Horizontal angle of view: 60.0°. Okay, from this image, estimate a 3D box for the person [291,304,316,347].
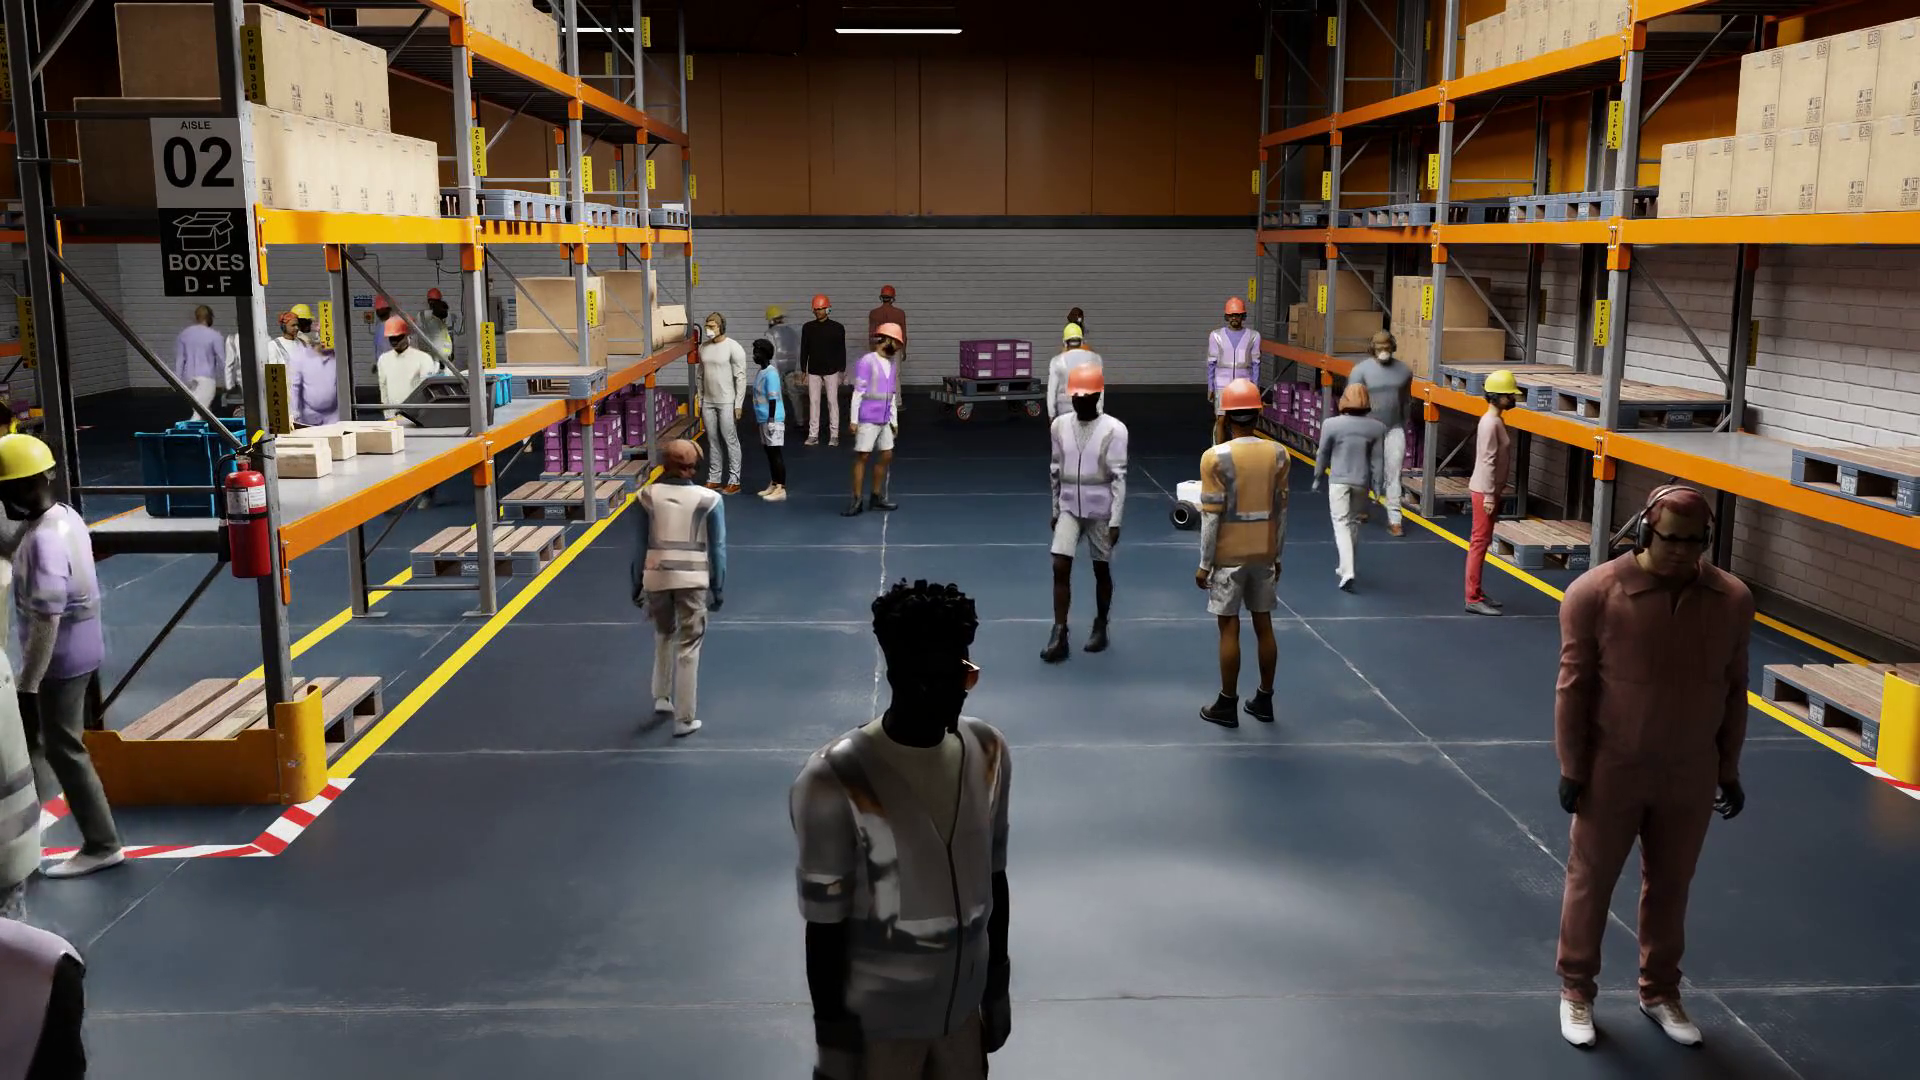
[{"bbox_3d":[-8.025,-1.919,20.353,0.376,1.925,0.594,-9,14,-41],"label":"person"}]

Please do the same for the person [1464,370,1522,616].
[{"bbox_3d":[3.855,-0.345,12.036,0.331,1.767,0.527,4,11,21],"label":"person"}]

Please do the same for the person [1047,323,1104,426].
[{"bbox_3d":[1.231,-1.414,17.834,0.625,1.818,0.416,-2,10,-9],"label":"person"}]

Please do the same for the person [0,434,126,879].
[{"bbox_3d":[-3.897,0.506,6.913,0.653,1.900,0.643,-5,11,-27],"label":"person"}]

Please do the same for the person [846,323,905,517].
[{"bbox_3d":[-0.855,-1.174,16.347,0.390,1.894,0.716,7,13,36],"label":"person"}]

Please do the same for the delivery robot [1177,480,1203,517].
[{"bbox_3d":[2.393,-0.412,15.522,0.707,0.478,0.477,7,12,34],"label":"delivery robot"}]

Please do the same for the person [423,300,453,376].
[{"bbox_3d":[-8.126,-2.826,25.848,1.003,1.780,0.635,-1,10,-4],"label":"person"}]

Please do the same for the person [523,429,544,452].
[{"bbox_3d":[-5.422,-2.038,21.282,0.626,1.836,0.429,-7,12,-33],"label":"person"}]

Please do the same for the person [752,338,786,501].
[{"bbox_3d":[-1.988,-1.247,17.289,0.323,1.691,0.536,-3,11,-18],"label":"person"}]

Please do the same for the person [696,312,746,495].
[{"bbox_3d":[-2.553,-1.447,17.691,0.636,1.938,0.355,7,12,34],"label":"person"}]

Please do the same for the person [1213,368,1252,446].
[{"bbox_3d":[3.443,-1.891,21.080,0.505,1.608,0.686,-2,10,-10],"label":"person"}]

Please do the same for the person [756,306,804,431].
[{"bbox_3d":[-2.521,-2.425,23.651,0.785,1.776,0.613,8,13,39],"label":"person"}]

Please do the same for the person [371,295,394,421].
[{"bbox_3d":[-8.284,-2.589,24.144,0.668,1.941,0.569,-9,14,-42],"label":"person"}]

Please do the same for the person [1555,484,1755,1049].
[{"bbox_3d":[2.305,0.756,5.535,0.643,1.901,0.400,0,10,1],"label":"person"}]

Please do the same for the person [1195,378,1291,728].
[{"bbox_3d":[1.550,0.075,9.229,0.547,1.934,0.375,-4,11,-20],"label":"person"}]

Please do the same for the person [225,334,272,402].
[{"bbox_3d":[-9.009,-2.009,21.197,0.621,1.823,1.051,-1,10,-7],"label":"person"}]

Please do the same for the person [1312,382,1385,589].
[{"bbox_3d":[3.054,-0.431,12.987,0.513,1.598,0.832,0,10,-1],"label":"person"}]

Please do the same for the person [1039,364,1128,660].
[{"bbox_3d":[0.782,-0.171,10.657,0.565,1.900,0.842,5,11,26],"label":"person"}]

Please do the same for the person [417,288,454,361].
[{"bbox_3d":[-8.411,-3.066,26.717,0.552,1.935,0.366,-2,10,-11],"label":"person"}]

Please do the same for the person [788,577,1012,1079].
[{"bbox_3d":[-0.107,1.040,3.801,0.598,1.958,0.375,-8,13,-39],"label":"person"}]

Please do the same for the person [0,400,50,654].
[{"bbox_3d":[-5.378,0.104,9.395,0.495,1.816,1.011,-3,11,-15],"label":"person"}]

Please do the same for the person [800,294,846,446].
[{"bbox_3d":[-1.809,-2.230,21.896,0.623,1.993,0.385,2,10,12],"label":"person"}]

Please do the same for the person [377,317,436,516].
[{"bbox_3d":[-5.461,-1.216,16.378,0.623,1.937,0.999,1,10,6],"label":"person"}]

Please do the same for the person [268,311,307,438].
[{"bbox_3d":[-7.696,-1.685,19.166,0.339,1.883,0.584,3,11,19],"label":"person"}]

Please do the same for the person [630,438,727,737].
[{"bbox_3d":[-1.538,0.253,9.144,0.524,1.605,0.526,1,10,7],"label":"person"}]

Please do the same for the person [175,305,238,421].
[{"bbox_3d":[-9.657,-2.049,21.245,0.653,1.880,1.038,3,11,18],"label":"person"}]

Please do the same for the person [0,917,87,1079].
[{"bbox_3d":[-1.746,1.244,2.837,0.591,1.895,0.661,-2,10,-11],"label":"person"}]

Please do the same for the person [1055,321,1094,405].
[{"bbox_3d":[1.458,-1.928,21.104,0.542,1.680,0.520,-6,12,-28],"label":"person"}]

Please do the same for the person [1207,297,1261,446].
[{"bbox_3d":[3.174,-1.792,19.310,0.614,2.047,0.361,1,10,8],"label":"person"}]

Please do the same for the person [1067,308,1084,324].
[{"bbox_3d":[1.830,-2.906,26.671,0.286,1.632,0.500,3,11,14],"label":"person"}]

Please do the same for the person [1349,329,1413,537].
[{"bbox_3d":[3.864,-1.020,15.461,0.630,1.899,0.942,-2,10,-11],"label":"person"}]

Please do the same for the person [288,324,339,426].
[{"bbox_3d":[-6.647,-1.331,17.301,0.657,1.852,1.009,-5,11,-27],"label":"person"}]

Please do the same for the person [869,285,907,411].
[{"bbox_3d":[-1.135,-3.030,26.353,0.609,1.995,0.378,2,10,9],"label":"person"}]

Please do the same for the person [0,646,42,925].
[{"bbox_3d":[-2.817,0.899,4.743,0.380,1.909,0.719,-4,11,-20],"label":"person"}]
